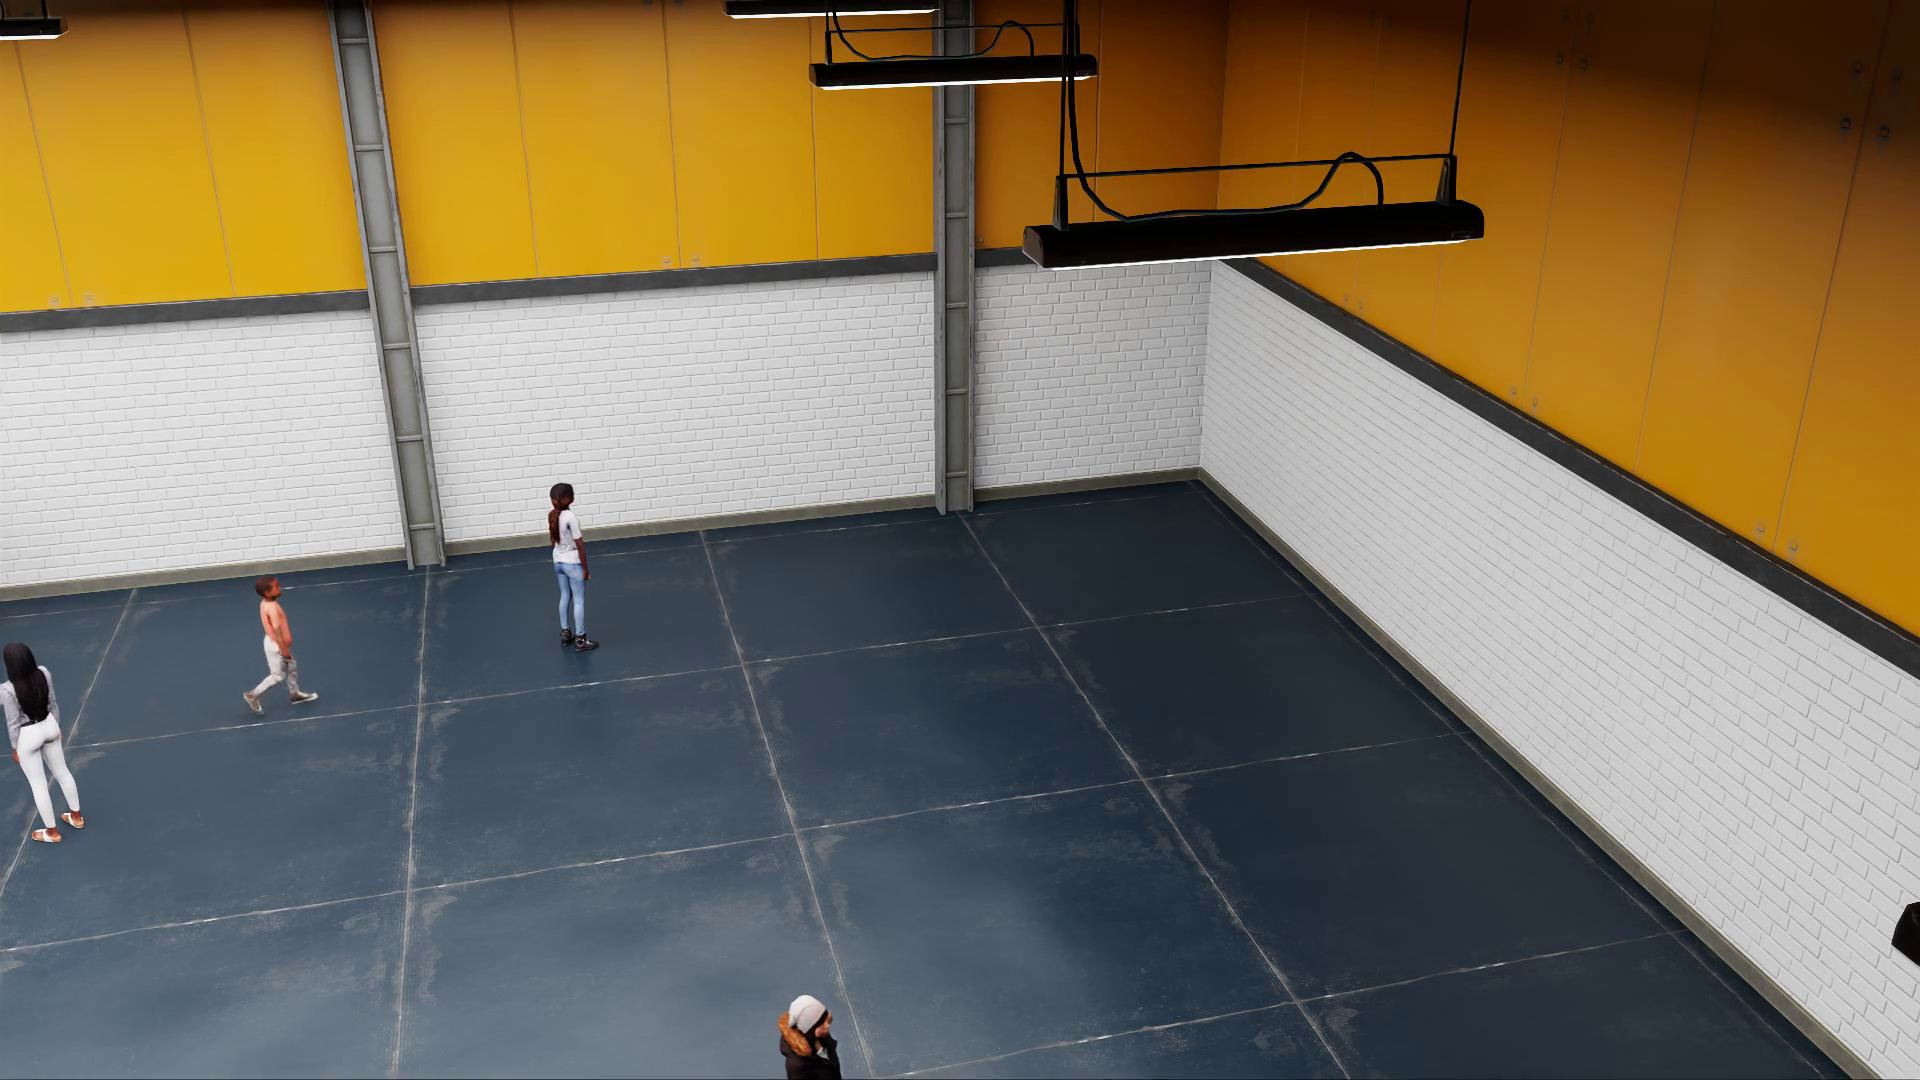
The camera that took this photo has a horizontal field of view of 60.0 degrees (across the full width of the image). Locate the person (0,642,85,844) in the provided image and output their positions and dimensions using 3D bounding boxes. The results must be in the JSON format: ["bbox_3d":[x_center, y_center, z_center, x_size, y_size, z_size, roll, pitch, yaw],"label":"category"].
[{"bbox_3d":[-7.273,1.570,13.119,0.712,1.725,0.672,10,26,22],"label":"person"}]

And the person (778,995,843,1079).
[{"bbox_3d":[-0.823,3.251,9.386,0.764,1.634,0.738,5,24,12],"label":"person"}]

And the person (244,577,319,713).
[{"bbox_3d":[-6.247,0.961,15.052,0.867,1.293,0.575,-11,26,-23],"label":"person"}]

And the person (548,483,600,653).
[{"bbox_3d":[-3.794,0.244,16.160,0.664,1.719,0.691,18,29,35],"label":"person"}]
